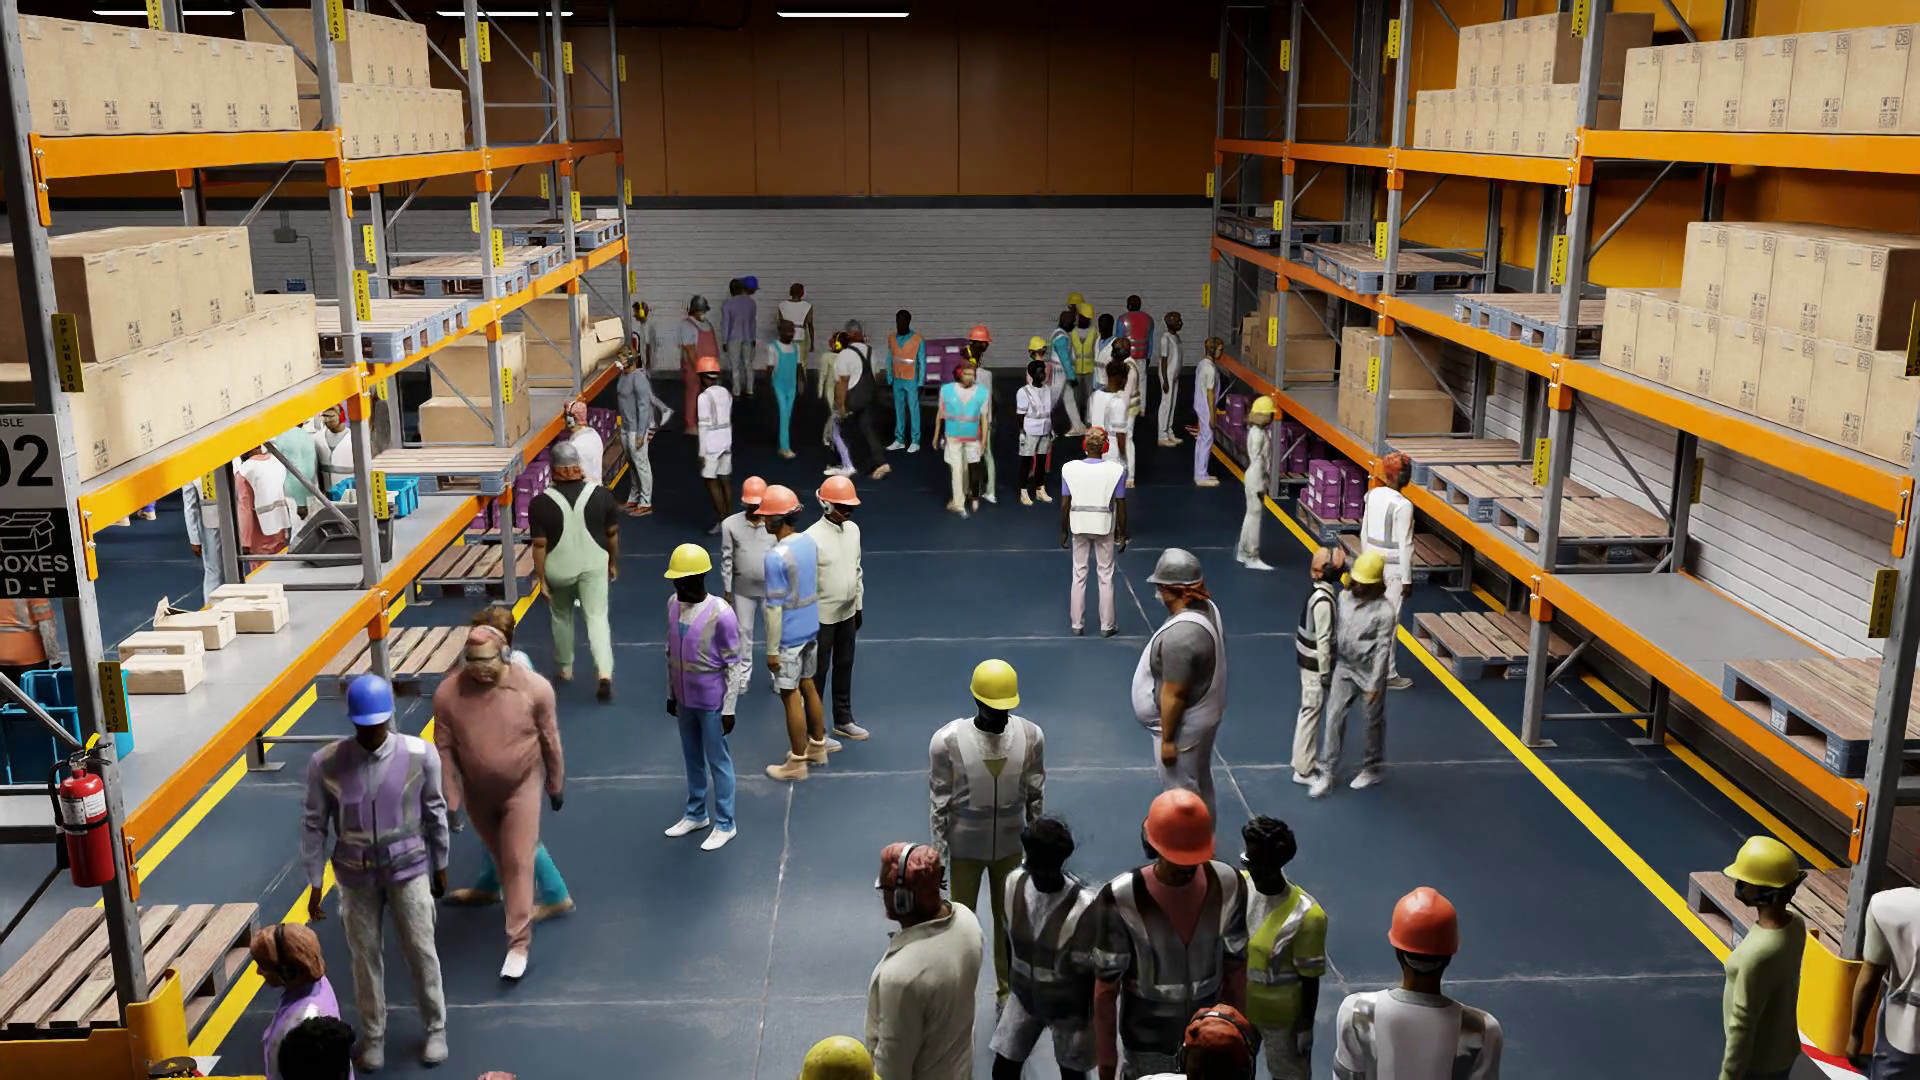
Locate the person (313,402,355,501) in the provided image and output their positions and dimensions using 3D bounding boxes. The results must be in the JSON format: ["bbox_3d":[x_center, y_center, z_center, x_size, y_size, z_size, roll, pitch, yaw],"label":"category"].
[{"bbox_3d":[-5.841,-0.432,15.820,0.565,1.841,0.382,4,15,16],"label":"person"}]

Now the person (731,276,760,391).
[{"bbox_3d":[-3.495,-3.386,27.277,0.444,1.904,0.671,-6,16,-24],"label":"person"}]

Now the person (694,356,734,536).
[{"bbox_3d":[-2.668,-1.021,17.967,0.426,1.923,0.566,7,16,26],"label":"person"}]

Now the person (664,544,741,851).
[{"bbox_3d":[-1.604,0.954,10.200,0.595,1.925,0.375,12,18,38],"label":"person"}]

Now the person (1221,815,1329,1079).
[{"bbox_3d":[1.259,1.924,6.867,0.320,1.691,0.536,-13,19,-41],"label":"person"}]

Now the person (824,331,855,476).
[{"bbox_3d":[-1.482,-1.683,20.751,0.581,1.839,0.534,12,18,39],"label":"person"}]

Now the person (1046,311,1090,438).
[{"bbox_3d":[1.478,-2.289,23.209,0.871,1.790,0.633,2,14,6],"label":"person"}]

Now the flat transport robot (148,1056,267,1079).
[{"bbox_3d":[-3.310,2.623,6.949,0.652,0.197,1.431,-1,14,-2],"label":"flat transport robot"}]

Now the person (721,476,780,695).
[{"bbox_3d":[-1.573,0.354,12.920,0.566,1.744,0.350,-1,14,-2],"label":"person"}]

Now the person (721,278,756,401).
[{"bbox_3d":[-3.507,-3.184,26.433,0.627,1.933,0.369,-12,19,-39],"label":"person"}]

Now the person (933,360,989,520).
[{"bbox_3d":[0.007,-1.181,18.888,0.613,1.786,0.919,-2,14,-7],"label":"person"}]

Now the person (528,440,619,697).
[{"bbox_3d":[-2.987,0.190,12.971,0.689,2.000,0.938,-5,15,-18],"label":"person"}]

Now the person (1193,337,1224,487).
[{"bbox_3d":[3.026,-1.564,20.277,0.349,1.836,0.517,-1,14,-4],"label":"person"}]

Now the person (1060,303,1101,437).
[{"bbox_3d":[1.697,-2.371,23.303,0.631,1.904,0.412,1,14,3],"label":"person"}]

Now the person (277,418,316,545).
[{"bbox_3d":[-6.144,-0.405,15.519,0.369,1.935,0.630,-5,15,-18],"label":"person"}]

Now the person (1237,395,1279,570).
[{"bbox_3d":[2.975,-0.575,16.599,0.345,1.752,0.488,3,15,12],"label":"person"}]

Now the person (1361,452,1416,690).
[{"bbox_3d":[3.374,0.241,13.090,0.338,1.881,0.615,-5,15,-19],"label":"person"}]

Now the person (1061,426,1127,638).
[{"bbox_3d":[1.148,-0.060,14.340,0.572,1.843,0.373,3,15,13],"label":"person"}]

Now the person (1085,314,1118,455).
[{"bbox_3d":[1.946,-2.038,21.963,0.393,1.920,0.591,-8,16,-29],"label":"person"}]

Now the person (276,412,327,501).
[{"bbox_3d":[-6.940,-0.944,17.681,0.594,1.914,0.399,-3,15,-12],"label":"person"}]

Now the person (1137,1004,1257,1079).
[{"bbox_3d":[0.752,2.282,5.104,0.584,1.879,0.366,8,16,28],"label":"person"}]

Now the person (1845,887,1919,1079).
[{"bbox_3d":[3.764,1.954,6.457,0.563,1.837,0.386,4,15,16],"label":"person"}]

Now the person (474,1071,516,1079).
[{"bbox_3d":[-1.359,2.430,4.579,0.663,1.868,0.737,3,15,10],"label":"person"}]

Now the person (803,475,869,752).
[{"bbox_3d":[-0.886,0.512,11.825,0.405,1.986,0.618,11,18,36],"label":"person"}]

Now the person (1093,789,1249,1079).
[{"bbox_3d":[0.813,1.887,6.341,0.613,2.031,0.410,-4,15,-14],"label":"person"}]

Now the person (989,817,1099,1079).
[{"bbox_3d":[0.343,1.934,6.854,0.537,1.672,0.550,10,17,34],"label":"person"}]

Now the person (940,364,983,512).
[{"bbox_3d":[0.029,-1.160,18.956,0.540,1.696,0.317,-2,14,-8],"label":"person"}]

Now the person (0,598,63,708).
[{"bbox_3d":[-6.231,0.749,11.015,0.585,1.922,0.372,1,14,4],"label":"person"}]

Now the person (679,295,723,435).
[{"bbox_3d":[-3.602,-2.465,23.395,0.774,2.000,0.699,7,16,26],"label":"person"}]

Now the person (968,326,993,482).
[{"bbox_3d":[0.214,-1.682,20.543,0.387,1.931,0.543,0,14,-1],"label":"person"}]

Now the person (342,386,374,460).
[{"bbox_3d":[-7.216,-1.437,19.752,0.514,1.842,0.324,1,14,3],"label":"person"}]
